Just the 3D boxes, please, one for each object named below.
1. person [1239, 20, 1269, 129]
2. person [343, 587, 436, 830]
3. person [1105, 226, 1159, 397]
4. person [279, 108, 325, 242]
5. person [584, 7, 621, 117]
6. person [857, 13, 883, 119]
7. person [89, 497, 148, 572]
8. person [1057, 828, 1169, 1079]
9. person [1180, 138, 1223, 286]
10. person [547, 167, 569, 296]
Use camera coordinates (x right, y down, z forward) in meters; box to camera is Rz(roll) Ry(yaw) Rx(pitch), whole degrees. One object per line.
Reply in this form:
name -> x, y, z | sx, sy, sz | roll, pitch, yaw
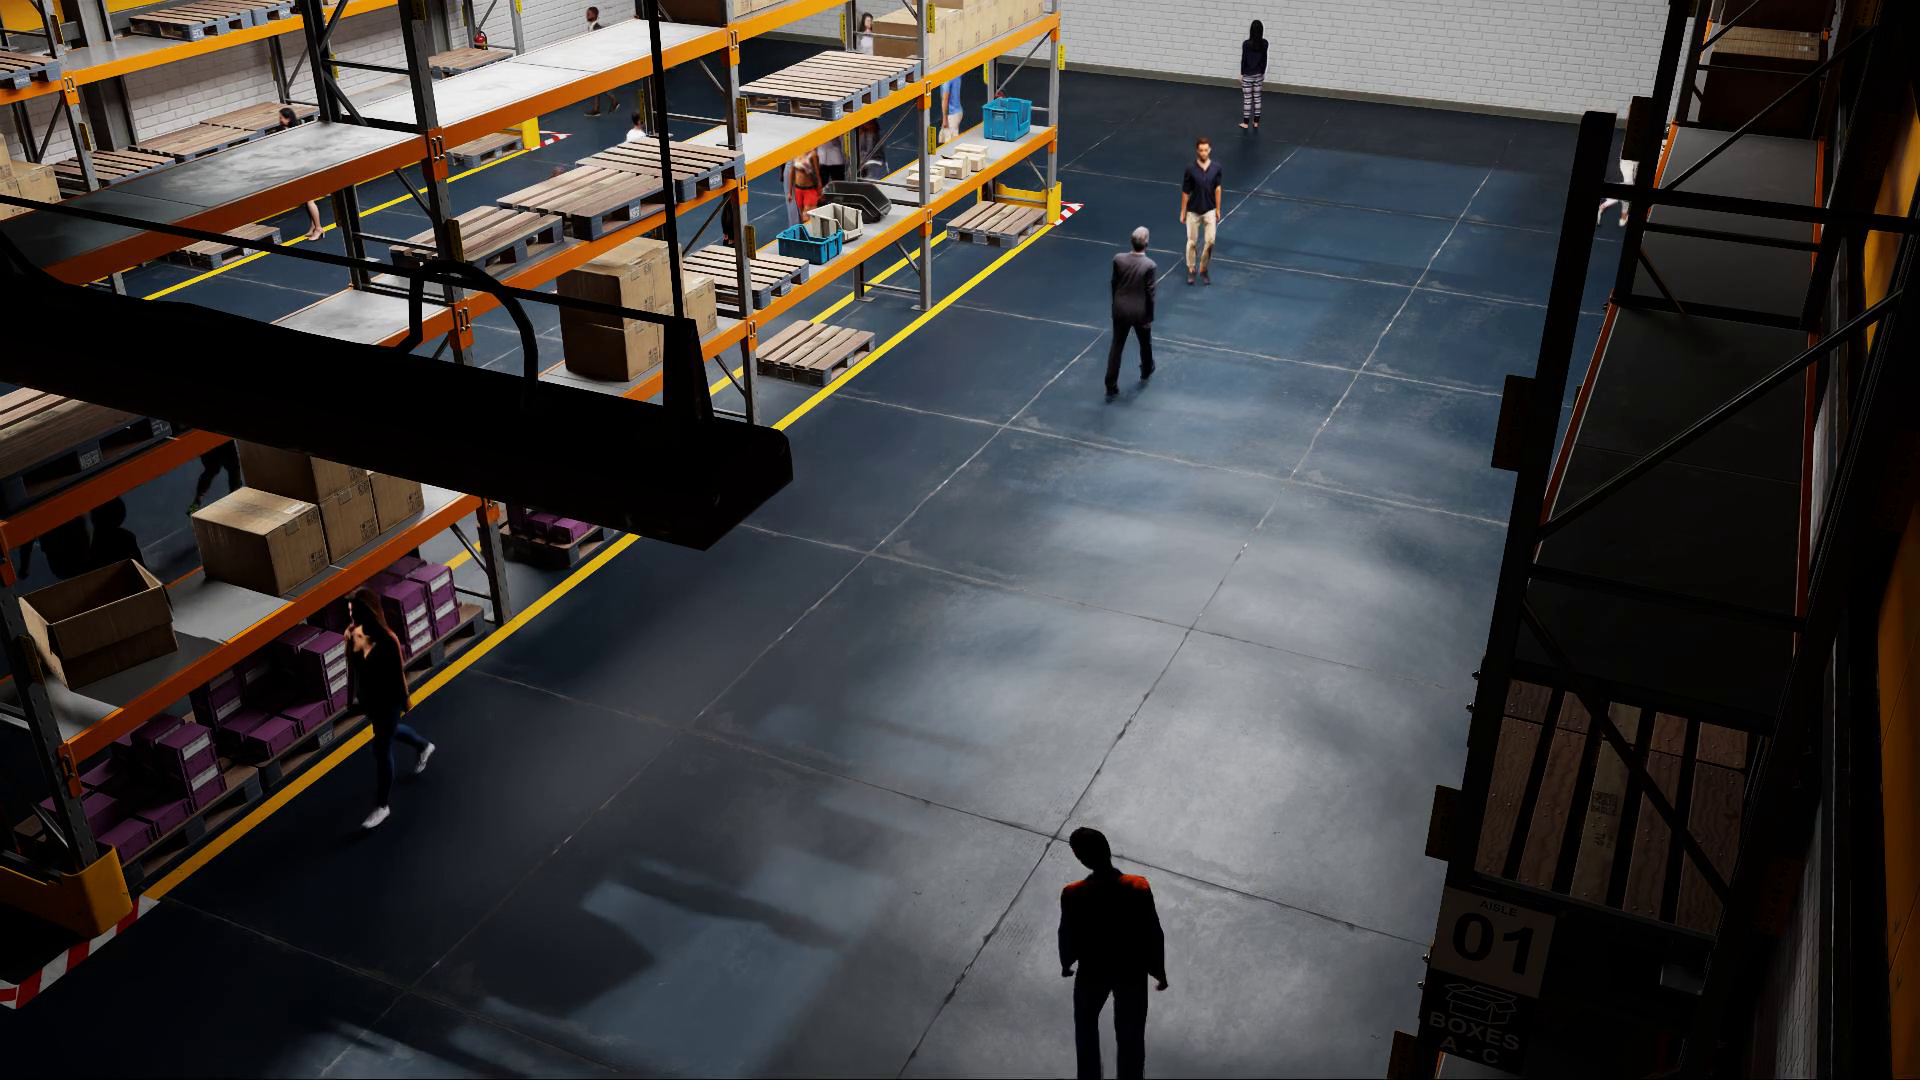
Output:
person -> 4.811, -7.653, 27.293 | 0.676, 1.733, 0.700 | -5, 29, -10
person -> -3.920, 1.046, 11.397 | 0.568, 1.684, 1.078 | 13, 31, 22
person -> 1.777, -2.365, 17.544 | 0.725, 1.786, 1.196 | 13, 31, 23
person -> -8.792, -4.874, 22.160 | 0.819, 1.769, 0.783 | -15, 32, -26
person -> -6.045, -8.017, 27.898 | 0.995, 1.792, 0.919 | -15, 32, -25
person -> -1.534, -8.005, 28.004 | 1.119, 1.670, 1.056 | -16, 33, -27
person -> -6.260, 0.424, 12.519 | 0.599, 1.701, 0.579 | 8, 30, 14
person -> 0.871, 2.342, 8.867 | 0.886, 1.831, 0.758 | 10, 30, 18
person -> 2.984, -4.105, 20.677 | 0.775, 1.840, 0.784 | 0, 29, 0
person -> -4.892, -3.785, 20.395 | 0.811, 1.547, 0.633 | 20, 34, 32
